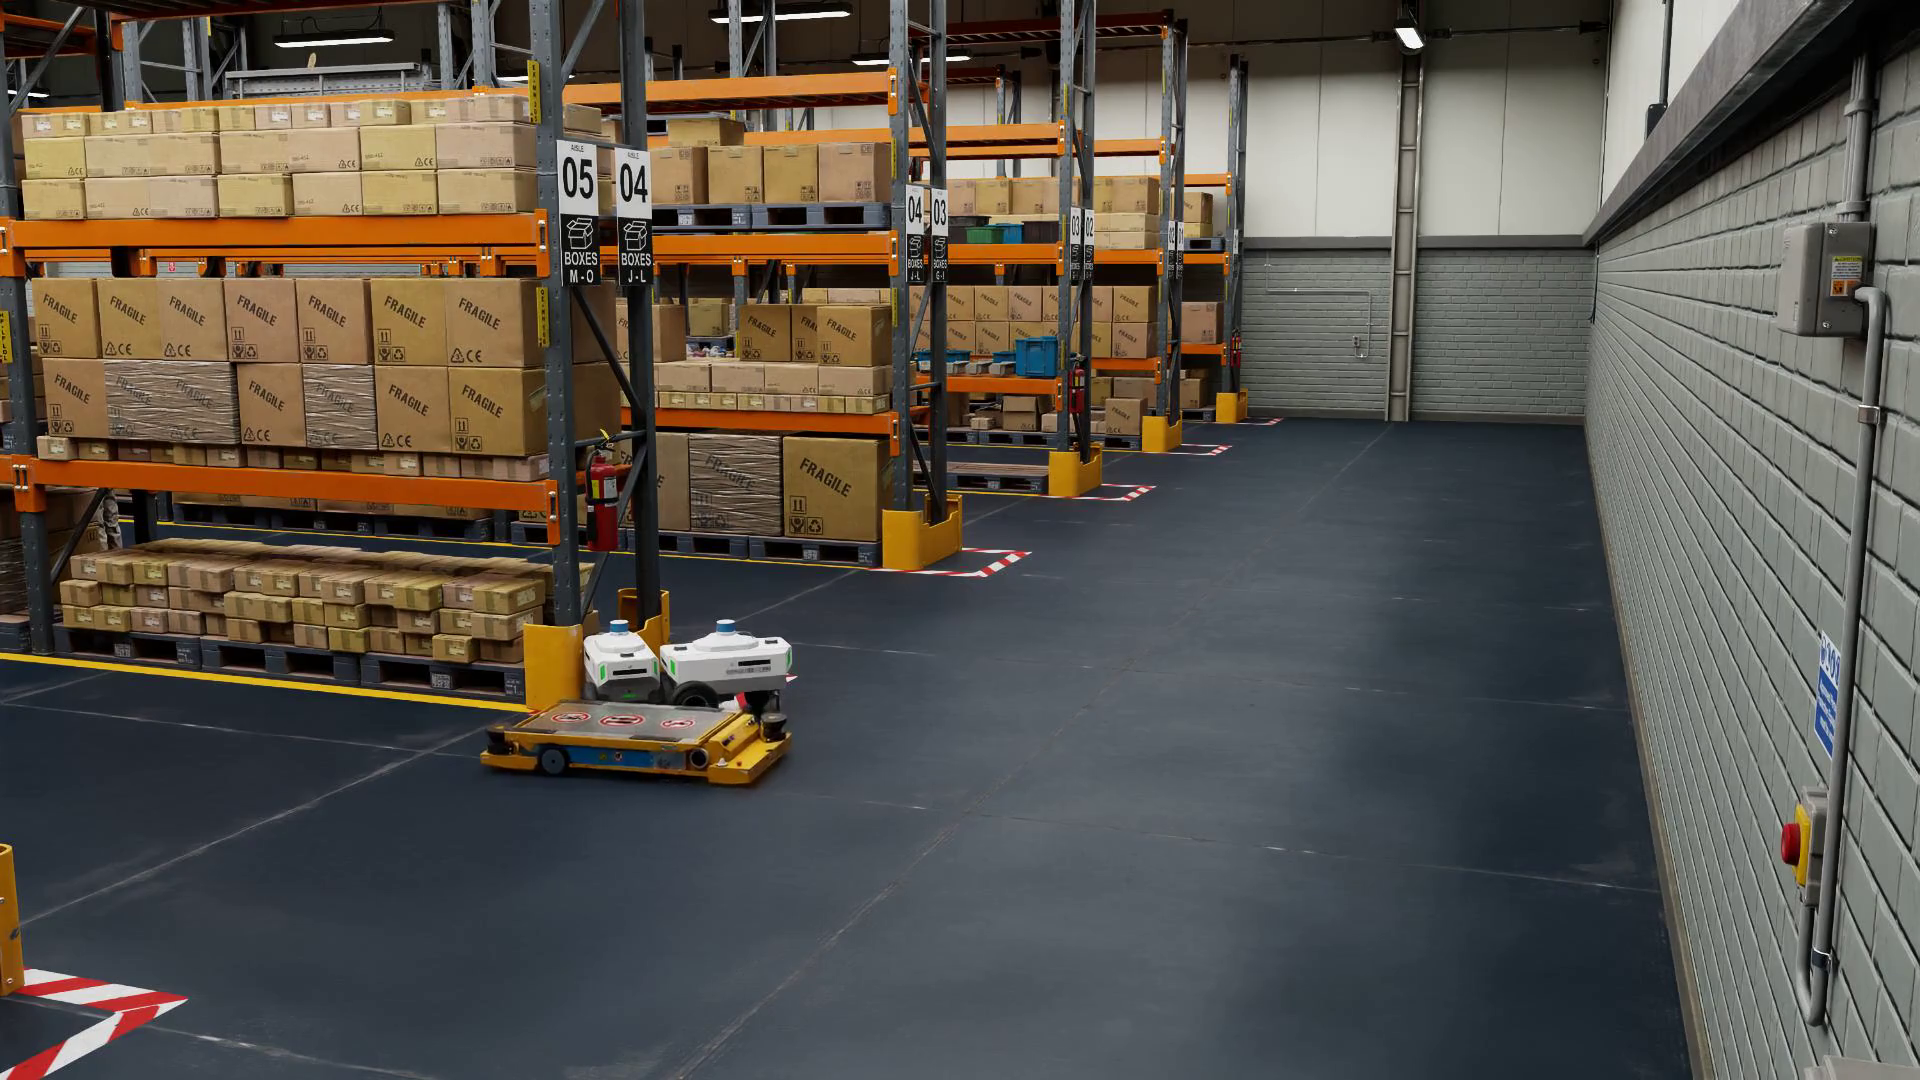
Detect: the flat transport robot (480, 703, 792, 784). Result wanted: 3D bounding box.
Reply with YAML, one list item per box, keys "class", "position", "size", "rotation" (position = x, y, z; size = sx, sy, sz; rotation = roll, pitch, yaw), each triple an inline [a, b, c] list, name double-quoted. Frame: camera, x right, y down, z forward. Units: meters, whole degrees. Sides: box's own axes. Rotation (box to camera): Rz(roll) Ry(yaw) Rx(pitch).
- class: "flat transport robot"
  position: [-1.641, 1.015, 8.490]
  size: [1.431, 0.197, 0.652]
  rotation: [2, 9, 13]

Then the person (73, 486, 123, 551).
- class: "person"
  position: [-6.777, -0.391, 13.013]
  size: [0.309, 1.640, 0.514]
  rotation: [0, 9, 2]

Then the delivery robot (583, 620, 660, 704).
- class: "delivery robot"
  position: [-1.906, 0.692, 9.333]
  size: [0.477, 0.478, 0.707]
  rotation: [-3, 10, -20]

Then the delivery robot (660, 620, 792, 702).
- class: "delivery robot"
  position: [-1.309, 0.691, 9.337]
  size: [0.707, 0.478, 0.477]
  rotation: [-3, 10, -19]
